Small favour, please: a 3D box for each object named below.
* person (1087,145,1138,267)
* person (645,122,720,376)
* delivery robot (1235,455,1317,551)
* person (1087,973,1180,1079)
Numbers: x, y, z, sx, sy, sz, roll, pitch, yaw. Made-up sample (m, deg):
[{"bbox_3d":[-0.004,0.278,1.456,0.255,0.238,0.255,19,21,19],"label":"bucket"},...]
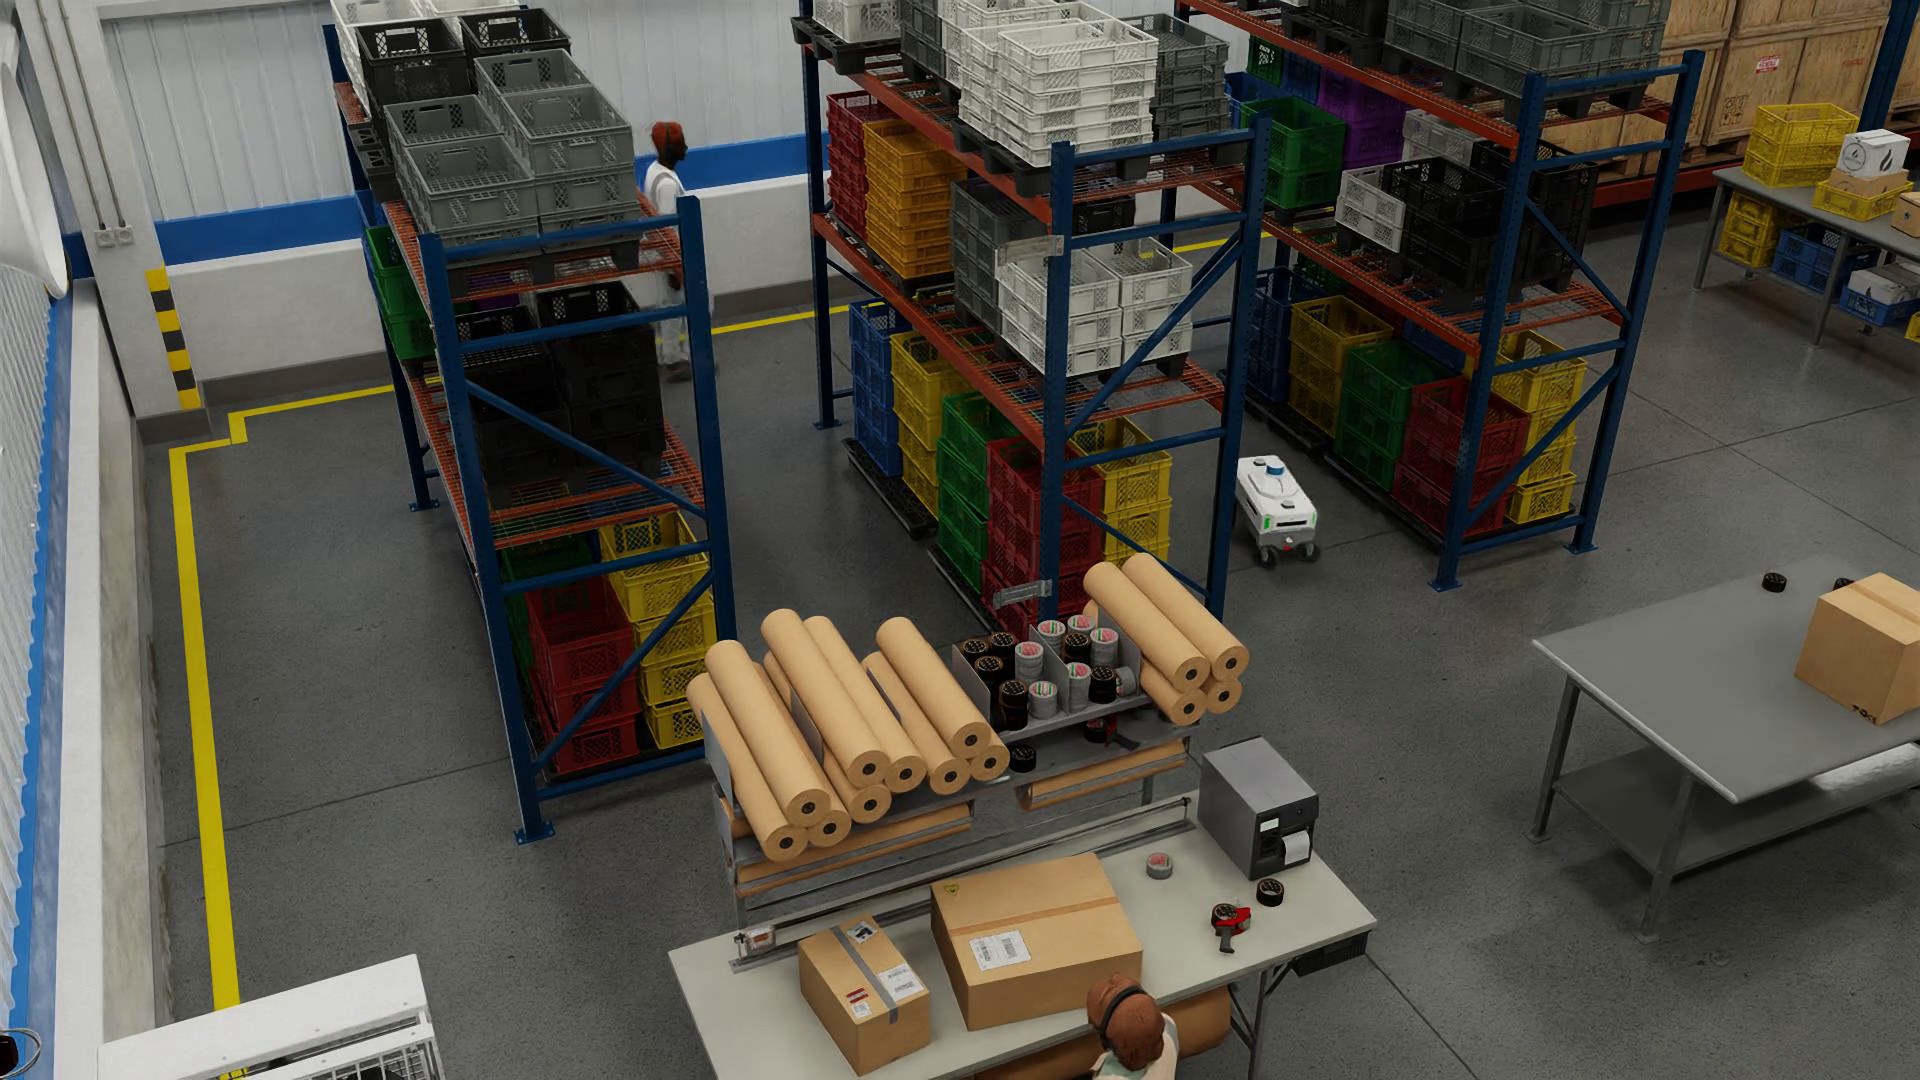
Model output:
[{"bbox_3d":[1.082,-2.672,12.705,0.635,1.937,0.354,21,38,31],"label":"person"},{"bbox_3d":[-1.930,-2.022,11.716,0.571,1.863,0.591,-10,33,-15],"label":"person"},{"bbox_3d":[1.875,-0.248,9.992,0.477,0.478,0.707,-5,32,-8],"label":"delivery robot"},{"bbox_3d":[0.525,2.038,5.341,0.314,1.636,0.515,16,35,24],"label":"person"}]
